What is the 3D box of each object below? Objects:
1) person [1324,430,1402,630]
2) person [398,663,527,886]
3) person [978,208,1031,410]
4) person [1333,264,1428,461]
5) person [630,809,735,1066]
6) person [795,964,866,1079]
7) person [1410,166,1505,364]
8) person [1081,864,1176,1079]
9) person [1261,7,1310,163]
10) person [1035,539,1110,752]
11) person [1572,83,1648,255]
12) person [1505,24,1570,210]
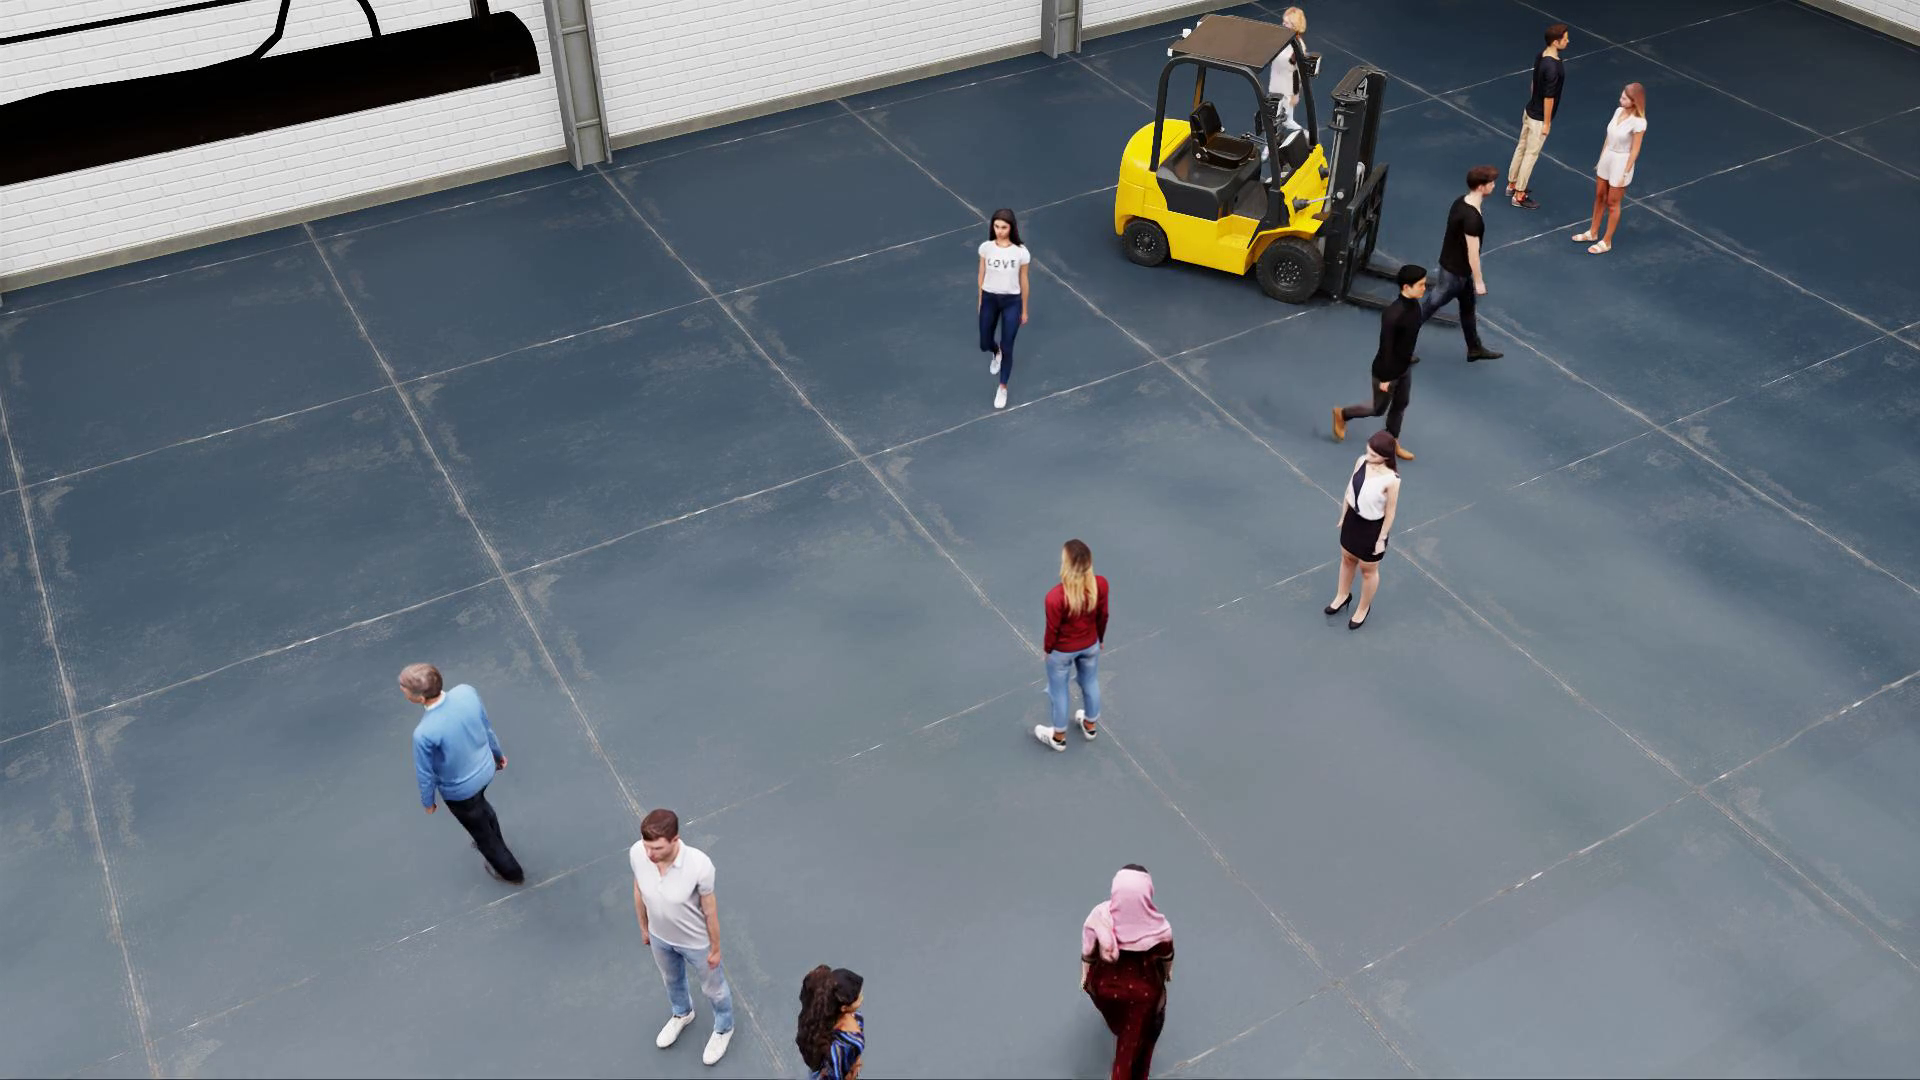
[{"bbox_3d":[2.819,-0.084,11.548,0.539,1.651,0.576,-25,45,-28],"label":"person"},{"bbox_3d":[-2.781,1.394,9.591,0.907,1.786,0.828,19,42,22],"label":"person"},{"bbox_3d":[0.366,-1.973,13.826,0.869,1.761,0.919,8,39,9],"label":"person"},{"bbox_3d":[3.365,-1.414,13.169,0.885,1.707,0.975,28,46,31],"label":"person"},{"bbox_3d":[-1.446,2.047,8.723,0.704,1.848,0.747,12,40,15],"label":"person"},{"bbox_3d":[-0.681,2.670,8.137,0.729,1.606,0.721,-2,39,-3],"label":"person"},{"bbox_3d":[4.108,-2.267,14.129,1.297,1.843,1.192,7,39,8],"label":"person"},{"bbox_3d":[0.842,2.323,8.578,1.077,1.598,1.116,8,39,10],"label":"person"},{"bbox_3d":[3.460,-4.738,17.375,0.956,1.653,0.635,-16,41,-19],"label":"person"},{"bbox_3d":[0.724,0.666,10.626,0.436,1.630,0.661,-17,42,-20],"label":"person"},{"bbox_3d":[6.272,-3.567,15.874,0.615,1.696,0.615,-11,40,-14],"label":"person"},{"bbox_3d":[5.770,-4.245,16.593,0.707,1.858,0.718,0,39,1],"label":"person"}]
